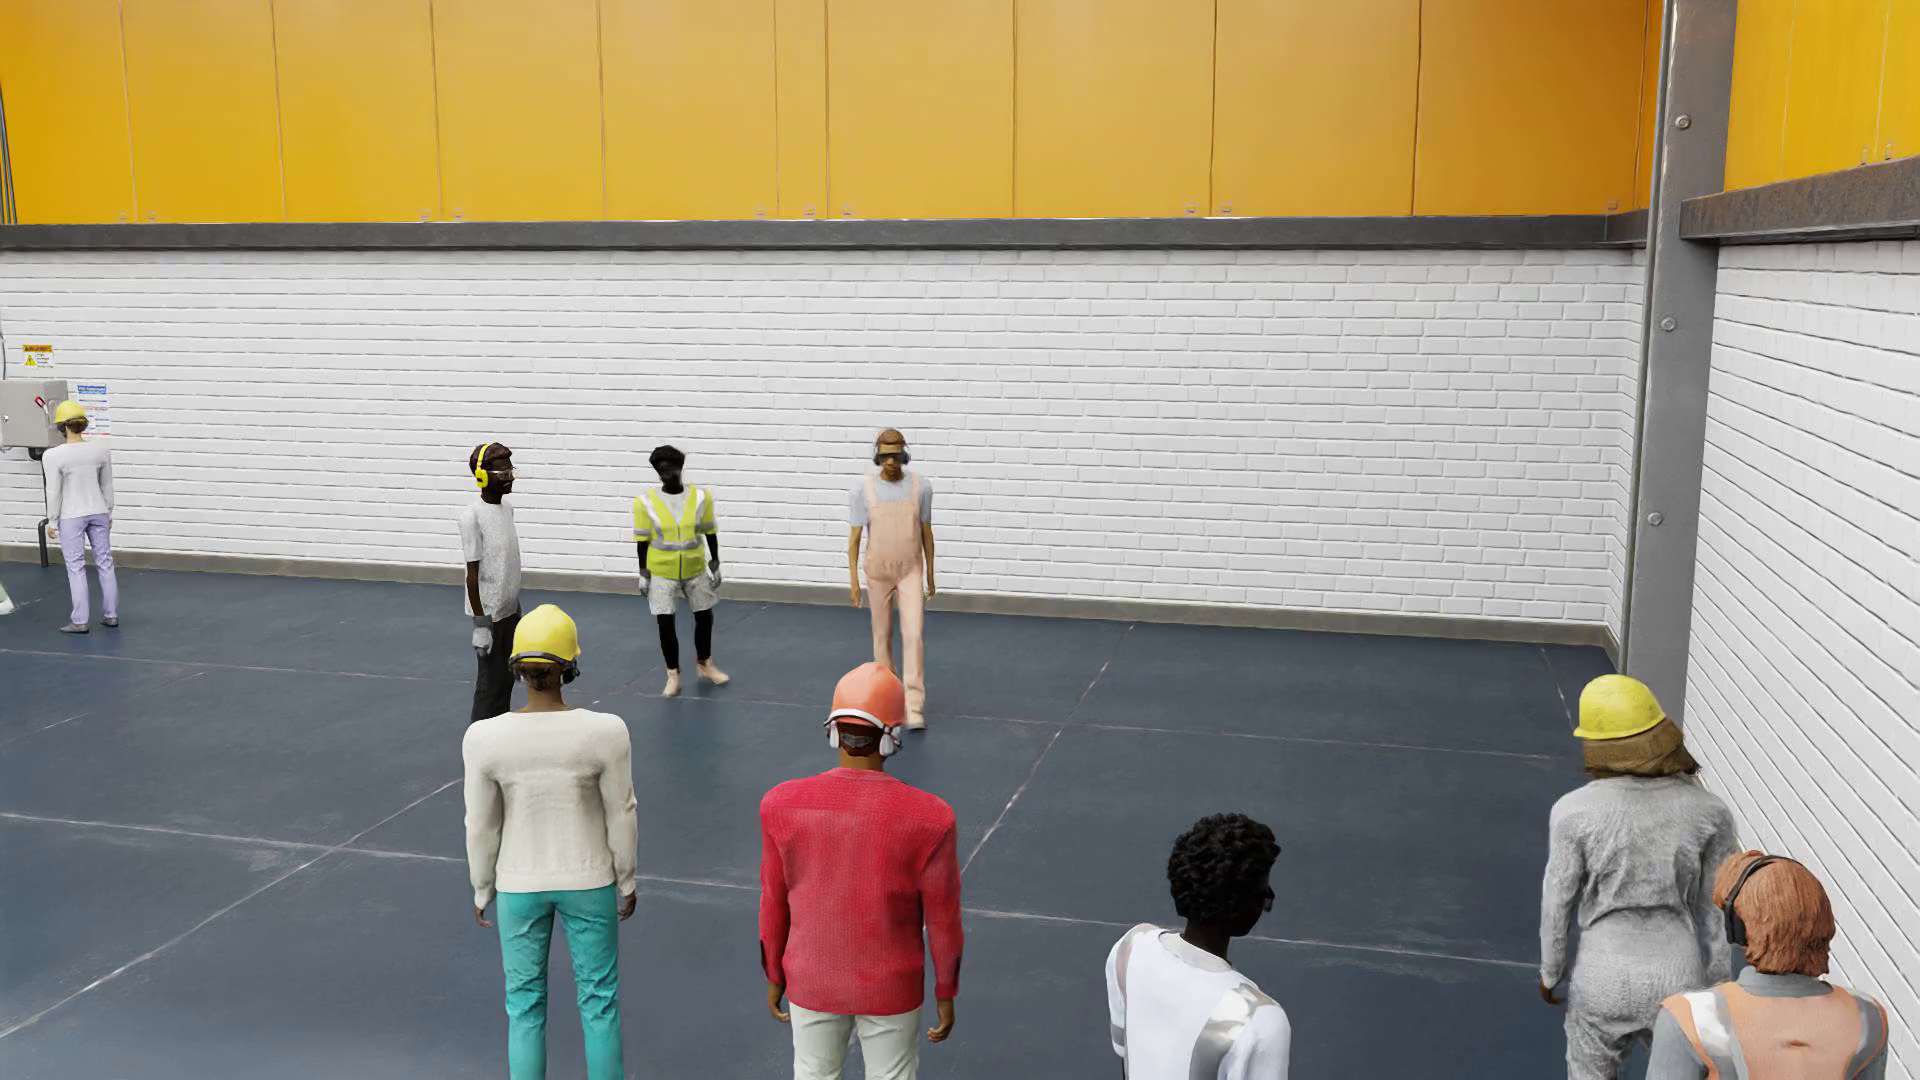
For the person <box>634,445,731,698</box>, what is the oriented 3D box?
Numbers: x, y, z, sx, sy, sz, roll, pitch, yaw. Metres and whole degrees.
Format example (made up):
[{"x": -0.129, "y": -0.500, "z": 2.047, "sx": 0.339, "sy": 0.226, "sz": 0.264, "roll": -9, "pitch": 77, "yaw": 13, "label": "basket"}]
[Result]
[{"x": -1.822, "y": 0.194, "z": 10.762, "sx": 0.587, "sy": 1.665, "sz": 0.447, "roll": -4, "pitch": 10, "yaw": -21, "label": "person"}]

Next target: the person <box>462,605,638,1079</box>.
[{"x": -1.272, "y": 1.078, "z": 5.230, "sx": 0.523, "sy": 1.769, "sz": 0.324, "roll": -1, "pitch": 10, "yaw": -6, "label": "person"}]

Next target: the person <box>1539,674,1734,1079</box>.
[{"x": 1.869, "y": 1.216, "z": 4.610, "sx": 0.507, "sy": 1.703, "sz": 0.369, "roll": 1, "pitch": 10, "yaw": 9, "label": "person"}]

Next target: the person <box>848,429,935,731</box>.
[{"x": -0.403, "y": 0.241, "z": 10.034, "sx": 0.533, "sy": 1.804, "sz": 0.872, "roll": -1, "pitch": 10, "yaw": -6, "label": "person"}]

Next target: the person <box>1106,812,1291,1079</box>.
[{"x": 0.510, "y": 1.402, "z": 3.564, "sx": 0.321, "sy": 1.686, "sz": 0.540, "roll": -6, "pitch": 11, "yaw": -31, "label": "person"}]

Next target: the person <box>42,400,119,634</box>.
[{"x": -6.661, "y": -0.173, "z": 12.600, "sx": 0.308, "sy": 1.769, "sz": 0.524, "roll": 6, "pitch": 11, "yaw": 30, "label": "person"}]

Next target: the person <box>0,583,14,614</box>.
[{"x": -7.895, "y": -0.227, "z": 12.874, "sx": 0.910, "sy": 1.804, "sz": 0.540, "roll": -4, "pitch": 10, "yaw": -21, "label": "person"}]

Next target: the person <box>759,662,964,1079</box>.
[{"x": -0.270, "y": 1.197, "z": 4.619, "sx": 0.576, "sy": 1.737, "sz": 0.355, "roll": 1, "pitch": 10, "yaw": 7, "label": "person"}]

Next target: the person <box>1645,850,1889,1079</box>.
[{"x": 1.643, "y": 1.447, "z": 3.458, "sx": 0.524, "sy": 1.631, "sz": 0.316, "roll": -1, "pitch": 10, "yaw": -8, "label": "person"}]

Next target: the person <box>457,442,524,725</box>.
[{"x": -2.454, "y": 0.411, "z": 8.856, "sx": 0.328, "sy": 1.872, "sz": 0.510, "roll": 1, "pitch": 10, "yaw": 8, "label": "person"}]
